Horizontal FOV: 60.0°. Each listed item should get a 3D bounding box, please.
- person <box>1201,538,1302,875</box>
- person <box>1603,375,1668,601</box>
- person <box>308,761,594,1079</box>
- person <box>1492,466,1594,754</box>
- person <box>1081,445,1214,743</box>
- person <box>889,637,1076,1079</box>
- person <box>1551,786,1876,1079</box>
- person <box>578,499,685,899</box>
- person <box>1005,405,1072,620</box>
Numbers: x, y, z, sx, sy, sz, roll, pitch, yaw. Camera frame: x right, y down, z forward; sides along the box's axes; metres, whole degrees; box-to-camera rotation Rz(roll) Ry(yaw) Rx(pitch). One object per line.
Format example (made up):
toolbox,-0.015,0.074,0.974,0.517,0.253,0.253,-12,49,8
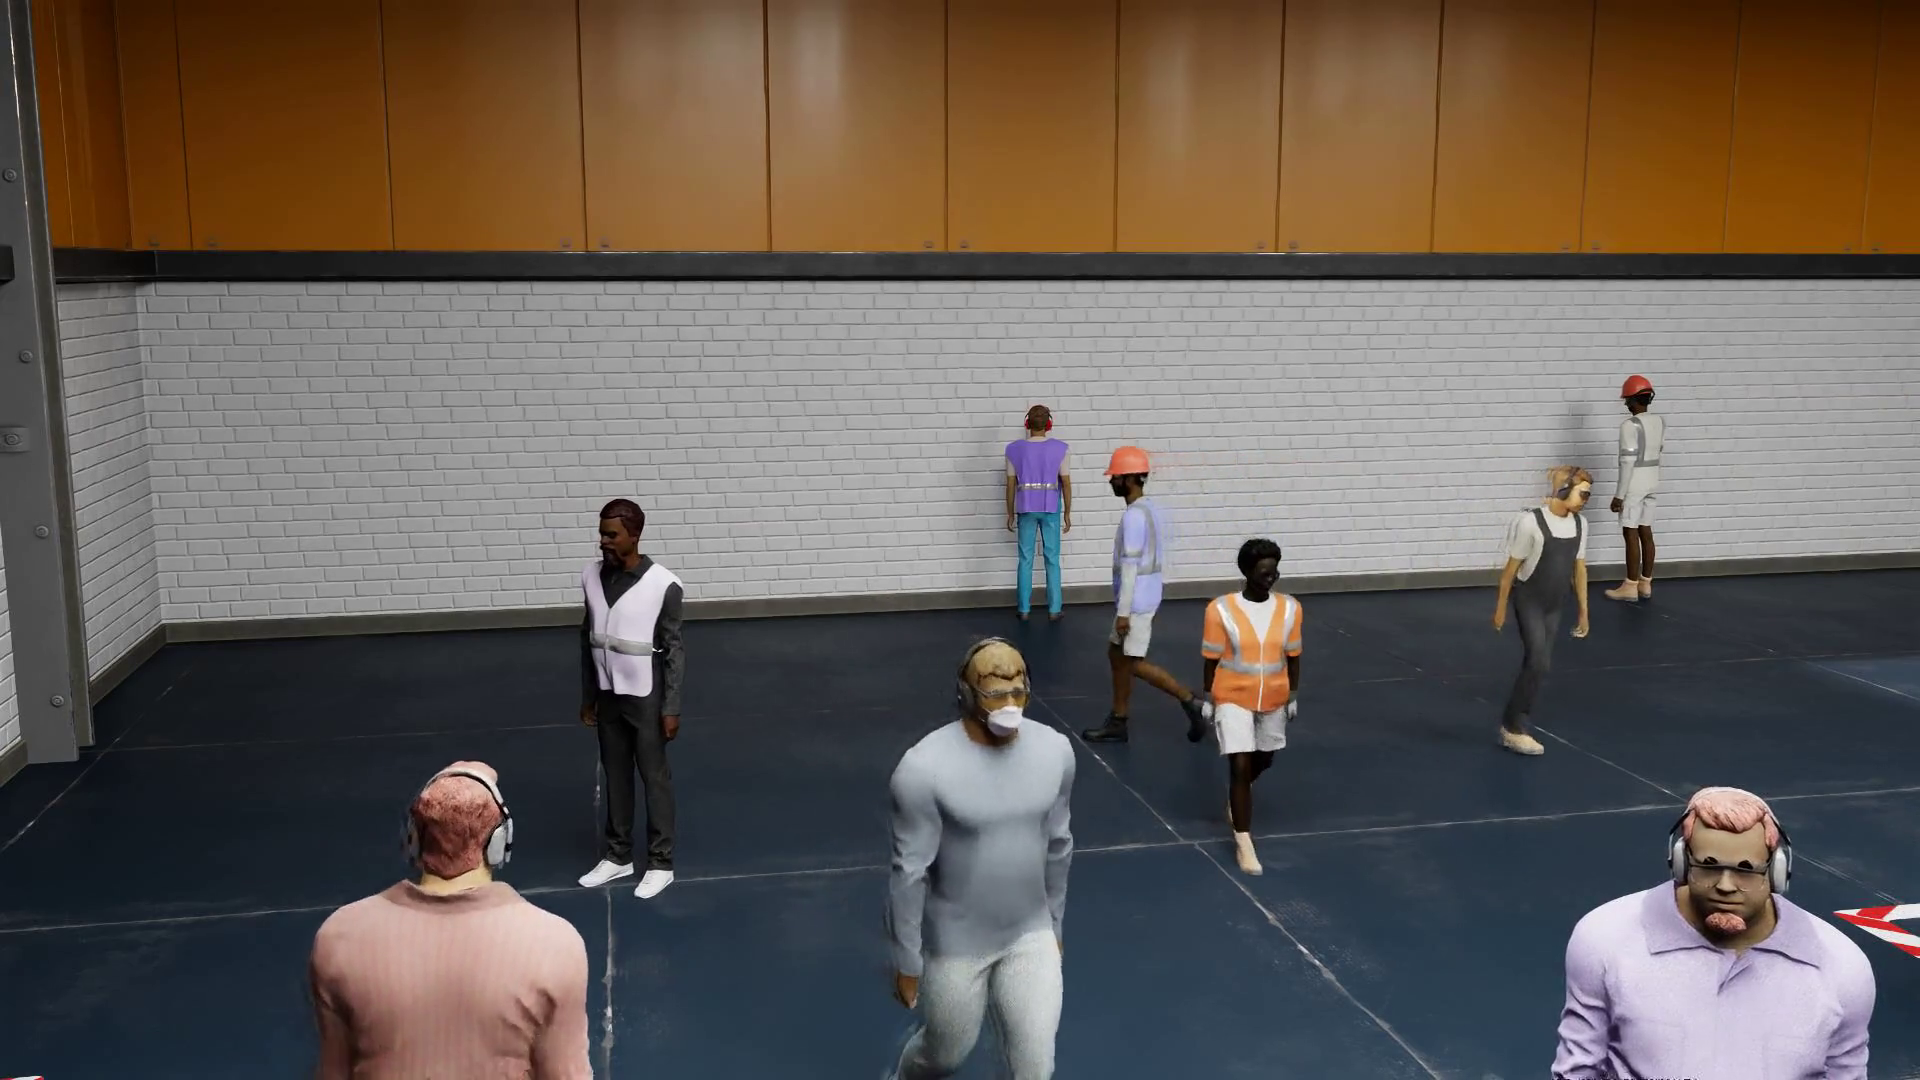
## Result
person,1.469,0.787,8.521,0.532,1.674,0.792,-2,9,-9
person,6.087,-0.465,15.023,0.605,2.037,0.394,-7,12,-36
person,-1.158,1.451,3.810,0.637,1.884,0.812,-1,9,-4
person,3.584,0.428,10.277,0.523,1.802,0.573,-5,11,-28
person,1.185,0.364,10.353,0.784,1.913,0.553,2,9,10
person,0.045,1.213,5.217,0.640,1.912,0.921,-5,10,-26
person,1.632,1.464,3.661,0.649,1.906,0.401,3,10,17
person,-1.572,0.747,7.994,0.587,1.920,0.395,5,11,30
person,0.664,-0.224,14.133,0.567,1.846,0.389,1,9,4
